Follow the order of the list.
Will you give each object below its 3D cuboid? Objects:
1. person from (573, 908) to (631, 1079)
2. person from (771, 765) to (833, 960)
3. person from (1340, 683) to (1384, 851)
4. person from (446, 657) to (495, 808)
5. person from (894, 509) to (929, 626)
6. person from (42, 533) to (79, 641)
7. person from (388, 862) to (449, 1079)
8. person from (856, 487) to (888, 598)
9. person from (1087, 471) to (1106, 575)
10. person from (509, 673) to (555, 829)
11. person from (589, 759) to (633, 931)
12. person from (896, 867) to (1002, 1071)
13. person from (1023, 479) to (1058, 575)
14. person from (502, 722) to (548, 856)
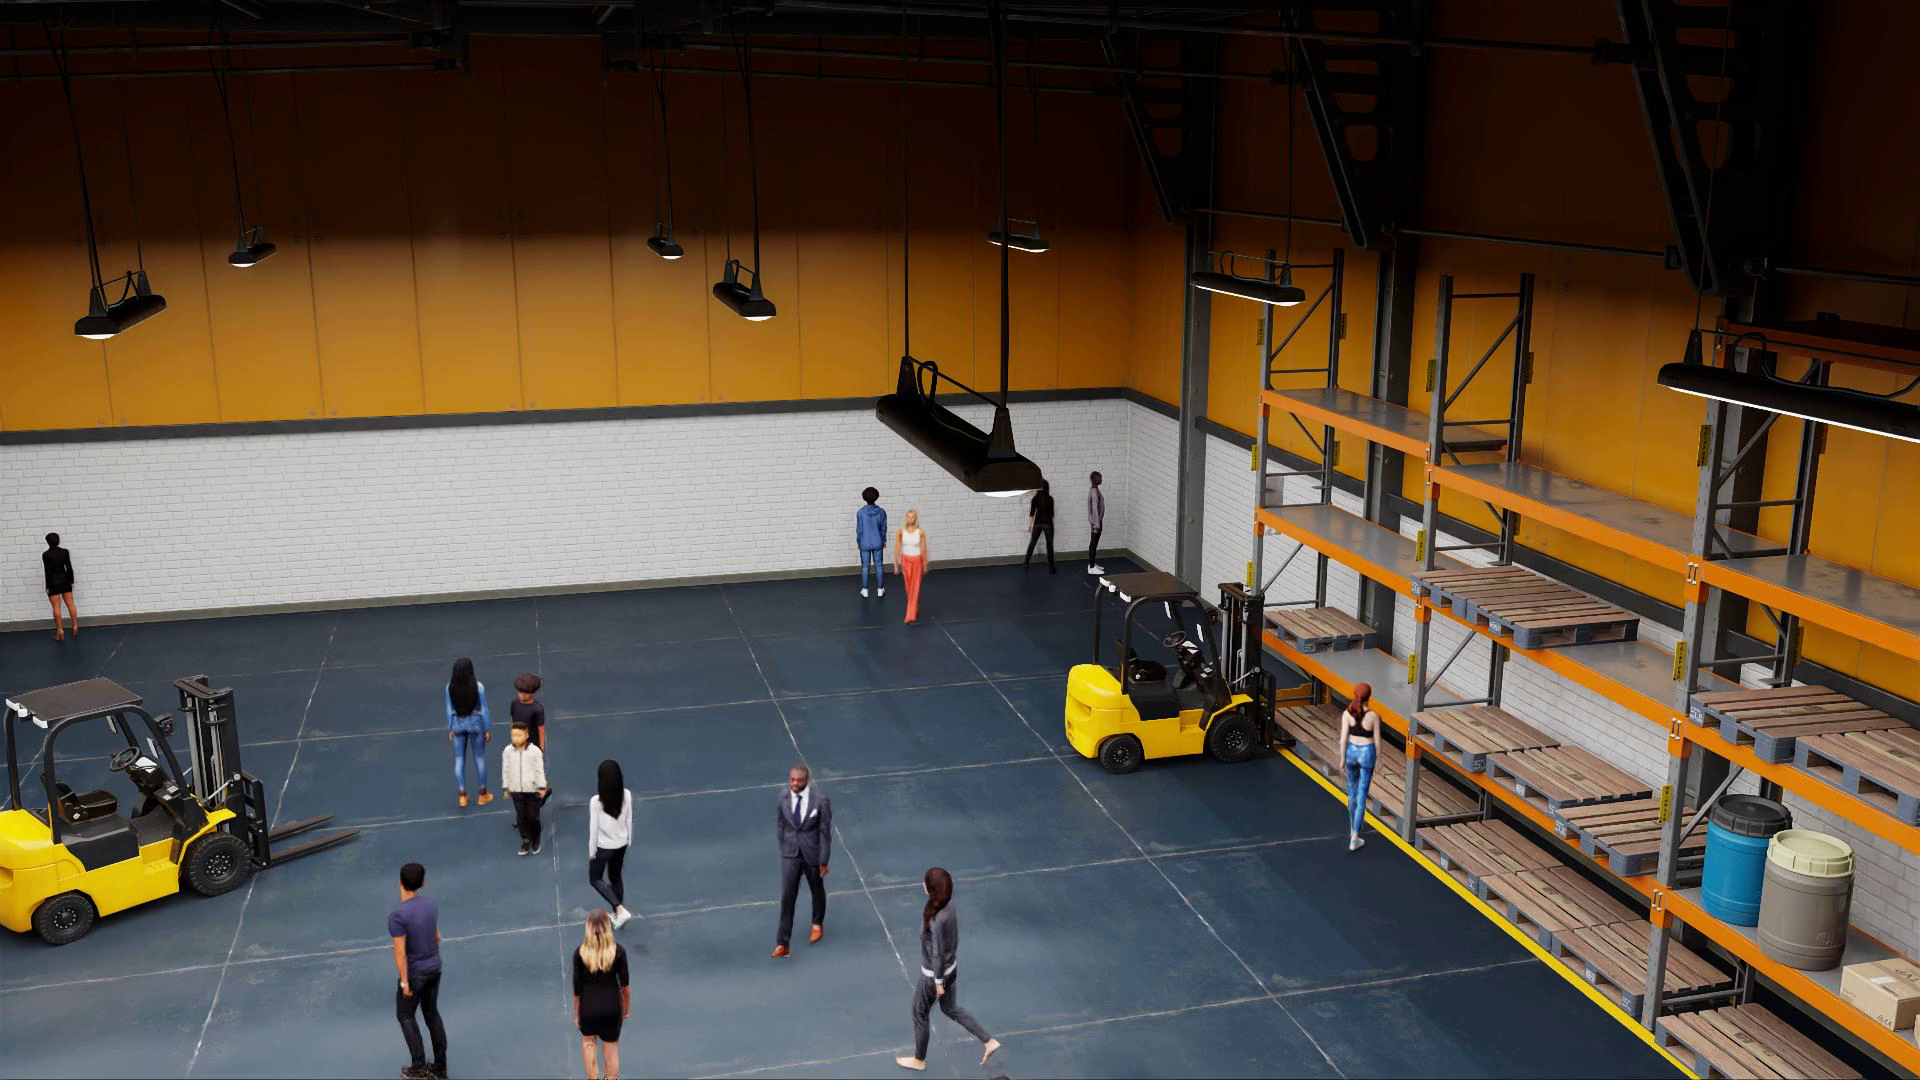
[{"bbox_3d":[-2.724,3.626,12.602,0.592,1.661,0.609,-2,14,-10],"label":"person"},{"bbox_3d":[-1.408,2.902,15.337,1.044,1.782,1.294,3,14,11],"label":"person"},{"bbox_3d":[4.202,2.376,17.512,0.883,1.781,0.936,8,16,30],"label":"person"},{"bbox_3d":[-5.510,2.141,18.630,0.656,1.712,0.600,0,14,-2],"label":"person"},{"bbox_3d":[-0.735,0.413,25.708,1.028,1.740,1.374,2,14,10],"label":"person"},{"bbox_3d":[-13.438,0.680,24.815,0.764,1.639,0.704,10,17,37],"label":"person"},{"bbox_3d":[-4.233,3.458,13.130,0.874,1.741,0.820,6,15,22],"label":"person"},{"bbox_3d":[-1.446,0.024,27.165,0.707,1.810,0.610,-2,14,-7],"label":"person"},{"bbox_3d":[2.320,-0.313,28.633,0.738,1.773,0.592,1,14,4],"label":"person"},{"bbox_3d":[-4.633,2.247,18.083,0.971,1.764,1.029,10,17,35],"label":"person"},{"bbox_3d":[-3.236,2.890,15.588,0.890,1.688,0.816,12,18,41],"label":"person"},{"bbox_3d":[-0.081,3.430,13.236,1.025,1.746,1.097,4,14,15],"label":"person"},{"bbox_3d":[1.391,-0.227,28.639,0.931,1.603,0.926,4,14,17],"label":"person"},{"bbox_3d":[-4.527,2.574,17.412,0.647,1.444,0.601,1,14,3],"label":"person"}]
